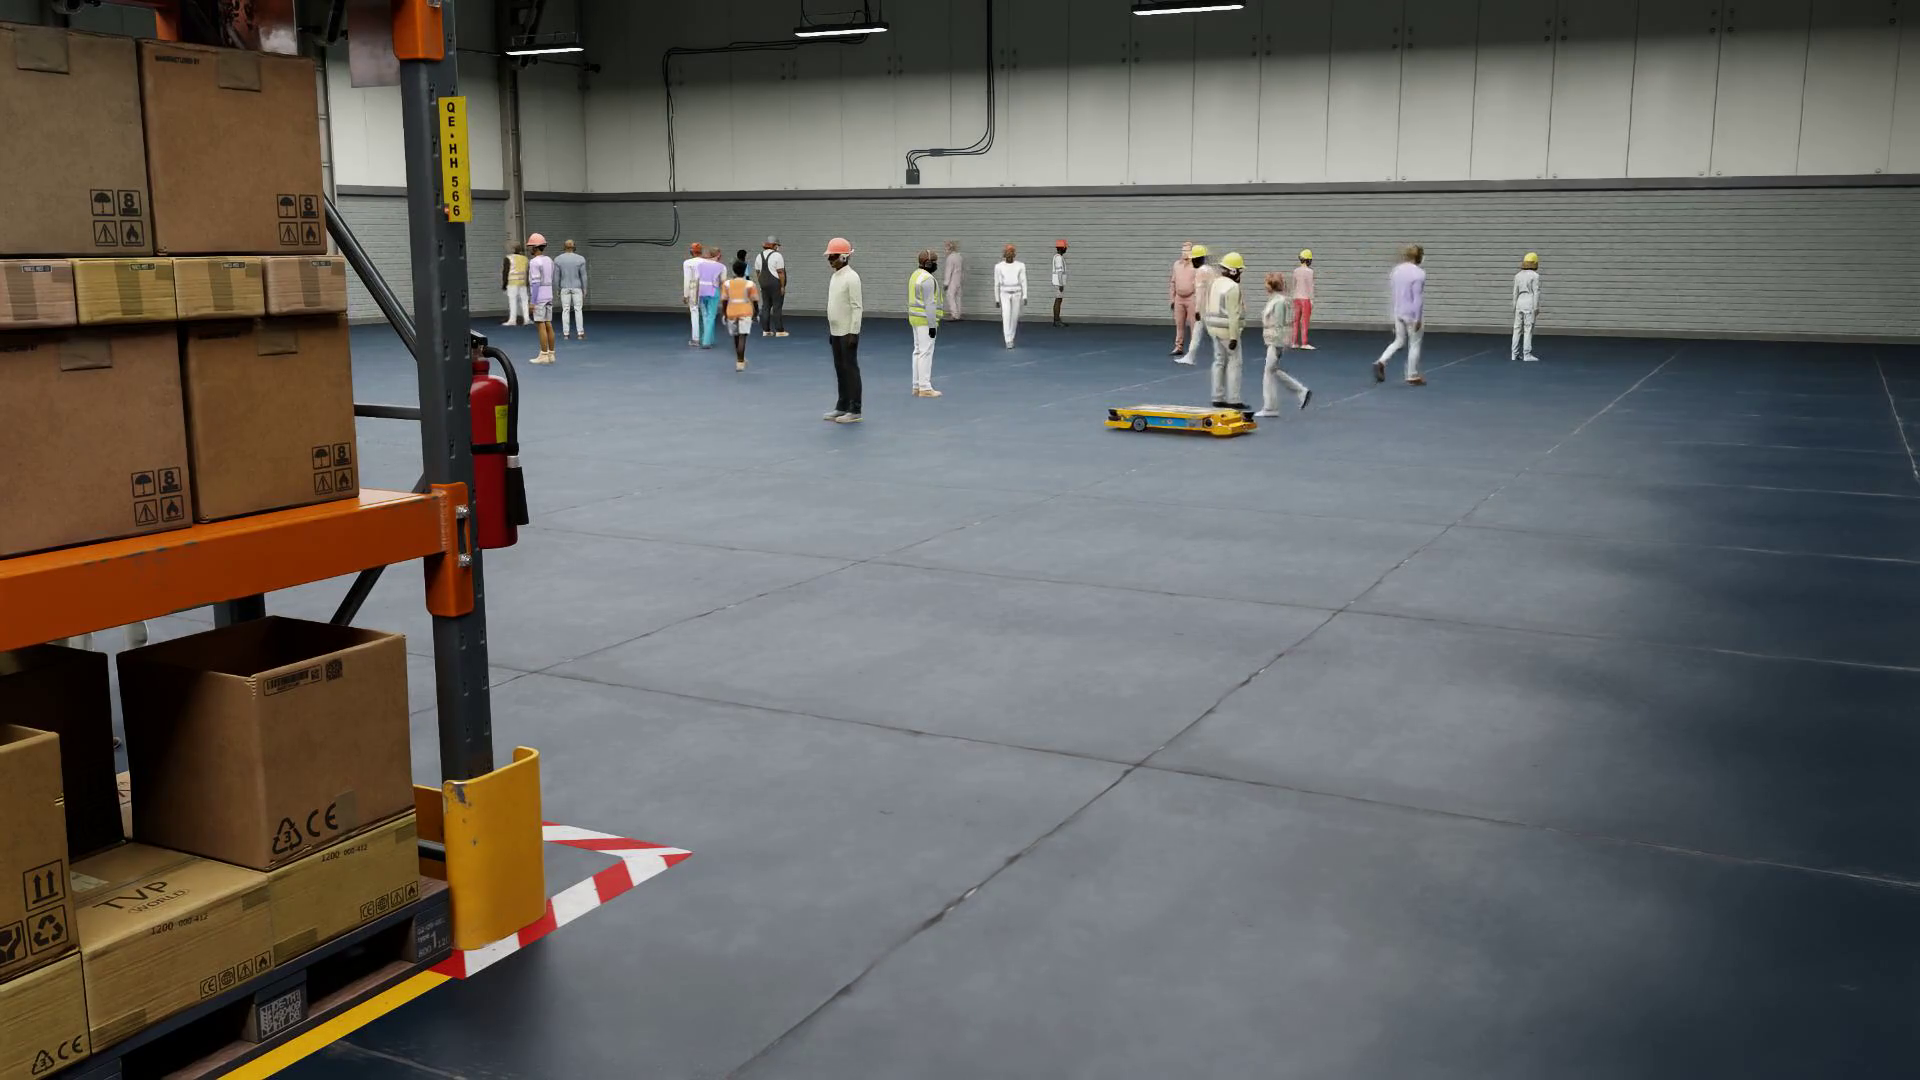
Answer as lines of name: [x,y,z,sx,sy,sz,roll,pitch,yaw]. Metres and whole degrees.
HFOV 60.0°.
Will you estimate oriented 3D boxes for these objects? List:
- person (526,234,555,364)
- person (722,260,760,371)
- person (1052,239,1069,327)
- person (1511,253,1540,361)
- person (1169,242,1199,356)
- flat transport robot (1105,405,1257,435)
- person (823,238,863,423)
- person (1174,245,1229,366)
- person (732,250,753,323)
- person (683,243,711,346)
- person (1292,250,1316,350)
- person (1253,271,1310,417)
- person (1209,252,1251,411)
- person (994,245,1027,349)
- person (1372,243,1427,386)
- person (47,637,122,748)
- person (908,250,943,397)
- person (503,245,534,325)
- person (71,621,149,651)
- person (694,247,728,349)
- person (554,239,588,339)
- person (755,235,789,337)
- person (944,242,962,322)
person: [-6.621,-3.790,26.205,0.377,2.045,0.605,2,11,12]
person: [-3.283,-3.359,24.936,0.545,1.643,0.887,2,11,10]
person: [2.231,-5.698,36.897,0.361,1.938,0.545,0,10,-3]
person: [9.196,-3.776,26.954,0.325,1.740,0.492,-6,12,-29]
person: [3.816,-4.043,27.962,0.652,1.904,0.403,8,13,36]
flat transport robot: [2.286,-1.261,17.250,1.431,0.197,0.652,6,12,31]
person: [-1.277,-2.268,18.037,0.397,1.992,0.623,-5,12,-28]
person: [3.853,-3.612,25.739,1.000,1.874,0.637,4,11,19]
person: [-5.025,-5.841,38.347,0.532,1.693,0.319,9,14,41]
person: [-4.825,-4.523,30.634,0.584,1.882,0.337,-7,13,-35]
person: [6.116,-4.265,29.555,0.314,1.768,0.527,-6,12,-29]
person: [3.596,-2.176,18.516,0.591,1.620,0.531,1,10,4]
person: [3.109,-2.404,19.232,0.442,1.822,0.610,-3,11,-17]
person: [0.900,-4.397,30.020,0.574,1.861,0.893,-1,10,-8]
person: [5.932,-3.001,22.223,0.708,1.923,0.632,-5,11,-23]
person: [-3.518,-0.062,6.351,0.328,1.872,0.515,2,11,11]
person: [-0.426,-2.717,20.930,0.429,1.835,0.630,-3,11,-17]
person: [-10.029,-5.751,37.576,0.726,1.806,0.433,-9,14,-41]
person: [-4.035,-0.205,7.776,0.501,1.633,0.279,-2,11,-8]
person: [-4.407,-4.327,29.782,0.594,1.796,0.782,5,12,26]
person: [-7.577,-4.881,32.439,0.635,1.939,0.361,-1,10,-4]
person: [-3.735,-5.106,33.389,0.673,2.000,0.535,7,13,35]
person: [-0.167,-6.054,39.039,0.396,1.874,0.753,4,11,22]
